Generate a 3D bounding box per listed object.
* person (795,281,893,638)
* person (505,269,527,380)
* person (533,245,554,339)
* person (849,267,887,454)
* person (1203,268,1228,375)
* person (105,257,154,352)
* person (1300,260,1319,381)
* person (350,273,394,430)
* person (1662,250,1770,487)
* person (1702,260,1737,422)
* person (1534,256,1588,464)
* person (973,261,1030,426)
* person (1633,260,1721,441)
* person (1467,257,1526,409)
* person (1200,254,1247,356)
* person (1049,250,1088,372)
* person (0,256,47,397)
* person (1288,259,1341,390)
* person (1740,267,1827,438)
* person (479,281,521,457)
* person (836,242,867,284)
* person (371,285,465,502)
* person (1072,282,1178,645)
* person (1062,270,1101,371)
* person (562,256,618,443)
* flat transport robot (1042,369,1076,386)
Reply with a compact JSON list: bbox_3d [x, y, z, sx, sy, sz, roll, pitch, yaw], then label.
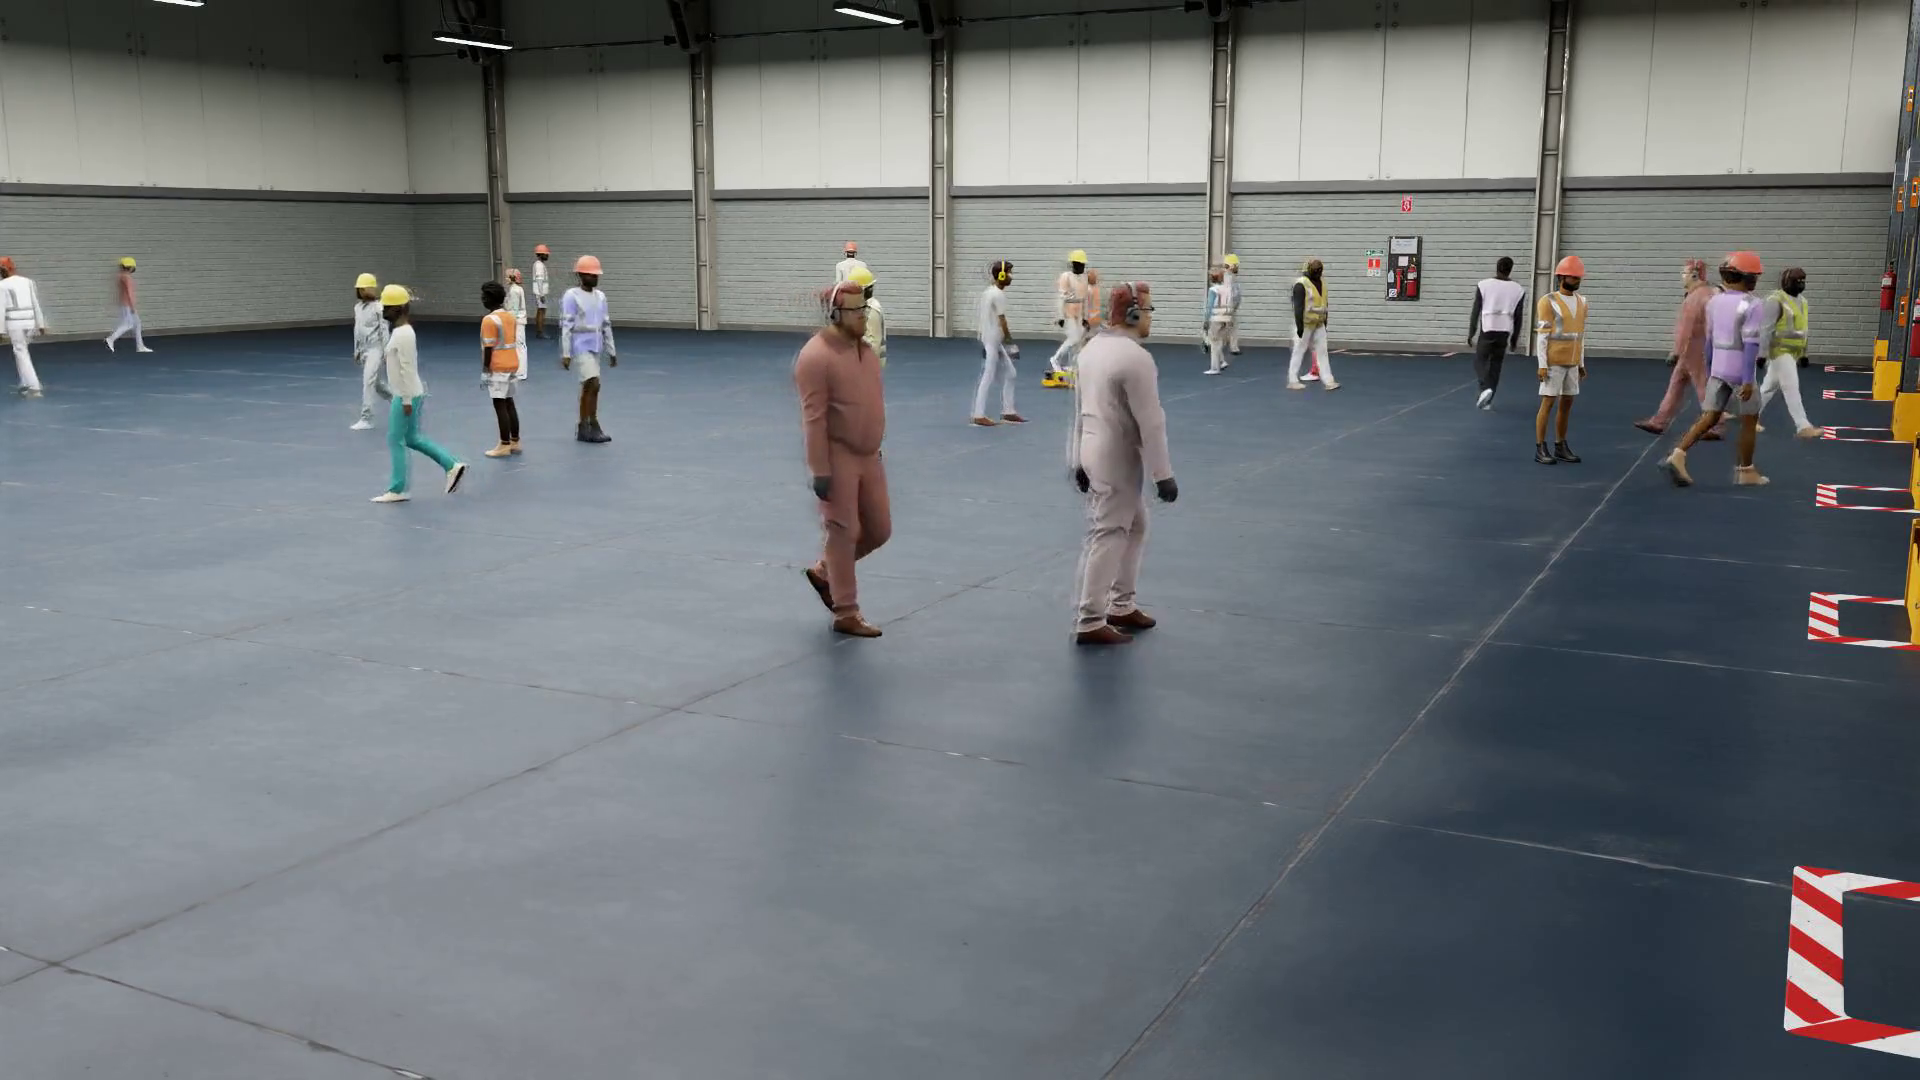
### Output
[{"bbox_3d":[-0.638,-0.429,8.884,0.514,1.891,0.648,7,13,34],"label":"person"},{"bbox_3d":[-6.535,-3.170,24.514,0.308,1.640,0.510,-1,10,-7],"label":"person"},{"bbox_3d":[-8.583,-5.096,34.257,0.436,1.927,0.600,-2,11,-11],"label":"person"},{"bbox_3d":[-0.903,-1.667,15.799,0.404,1.829,0.591,-2,11,-10],"label":"person"},{"bbox_3d":[3.905,-3.339,25.434,0.360,1.625,0.547,7,12,33],"label":"person"},{"bbox_3d":[-15.140,-4.258,30.181,0.741,1.746,0.532,-7,12,-33],"label":"person"},{"bbox_3d":[5.143,-3.218,24.438,0.329,1.765,0.533,2,11,11],"label":"person"},{"bbox_3d":[-6.495,-2.110,18.501,0.486,1.713,0.800,7,12,33],"label":"person"},{"bbox_3d":[6.443,-1.427,14.012,0.950,2.015,0.616,-3,11,-17],"label":"person"},{"bbox_3d":[8.769,-2.279,19.094,0.508,1.846,0.342,-8,13,-38],"label":"person"},{"bbox_3d":[5.640,-1.672,15.537,0.551,1.934,0.362,-5,11,-24],"label":"person"},{"bbox_3d":[0.497,-2.179,18.558,0.775,1.839,0.523,0,10,1],"label":"person"},{"bbox_3d":[7.566,-1.983,17.405,0.953,1.861,0.669,6,12,29],"label":"person"},{"bbox_3d":[6.547,-2.512,20.294,0.661,1.873,0.615,1,10,5],"label":"person"},{"bbox_3d":[4.654,-4.126,29.262,0.754,1.814,0.600,2,11,10],"label":"person"},{"bbox_3d":[1.699,-3.396,25.007,0.520,1.913,0.605,8,13,36],"label":"person"},{"bbox_3d":[-12.505,-2.813,21.990,0.699,1.849,0.650,3,11,14],"label":"person"},{"bbox_3d":[4.881,-2.947,22.883,0.697,1.793,0.847,-8,13,-36],"label":"person"},{"bbox_3d":[8.788,-1.993,17.680,0.642,1.793,0.989,-7,13,-35],"label":"person"},{"bbox_3d":[-4.431,-1.639,16.006,0.319,1.695,0.560,2,11,10],"label":"person"},{"bbox_3d":[-2.049,-4.617,31.434,0.609,1.995,0.378,-2,11,-13],"label":"person"},{"bbox_3d":[-4.393,-1.172,13.342,0.661,1.747,0.525,-3,11,-18],"label":"person"},{"bbox_3d":[0.899,-0.389,8.700,0.716,1.887,0.662,-3,11,-16],"label":"person"},{"bbox_3d":[2.052,-3.424,26.021,0.877,1.594,0.529,6,12,31],"label":"person"},{"bbox_3d":[-3.732,-1.942,17.050,0.681,1.914,0.577,6,12,29],"label":"person"},{"bbox_3d":[1.921,-2.239,23.170,1.431,0.197,0.652,7,13,35],"label":"flat transport robot"}]
